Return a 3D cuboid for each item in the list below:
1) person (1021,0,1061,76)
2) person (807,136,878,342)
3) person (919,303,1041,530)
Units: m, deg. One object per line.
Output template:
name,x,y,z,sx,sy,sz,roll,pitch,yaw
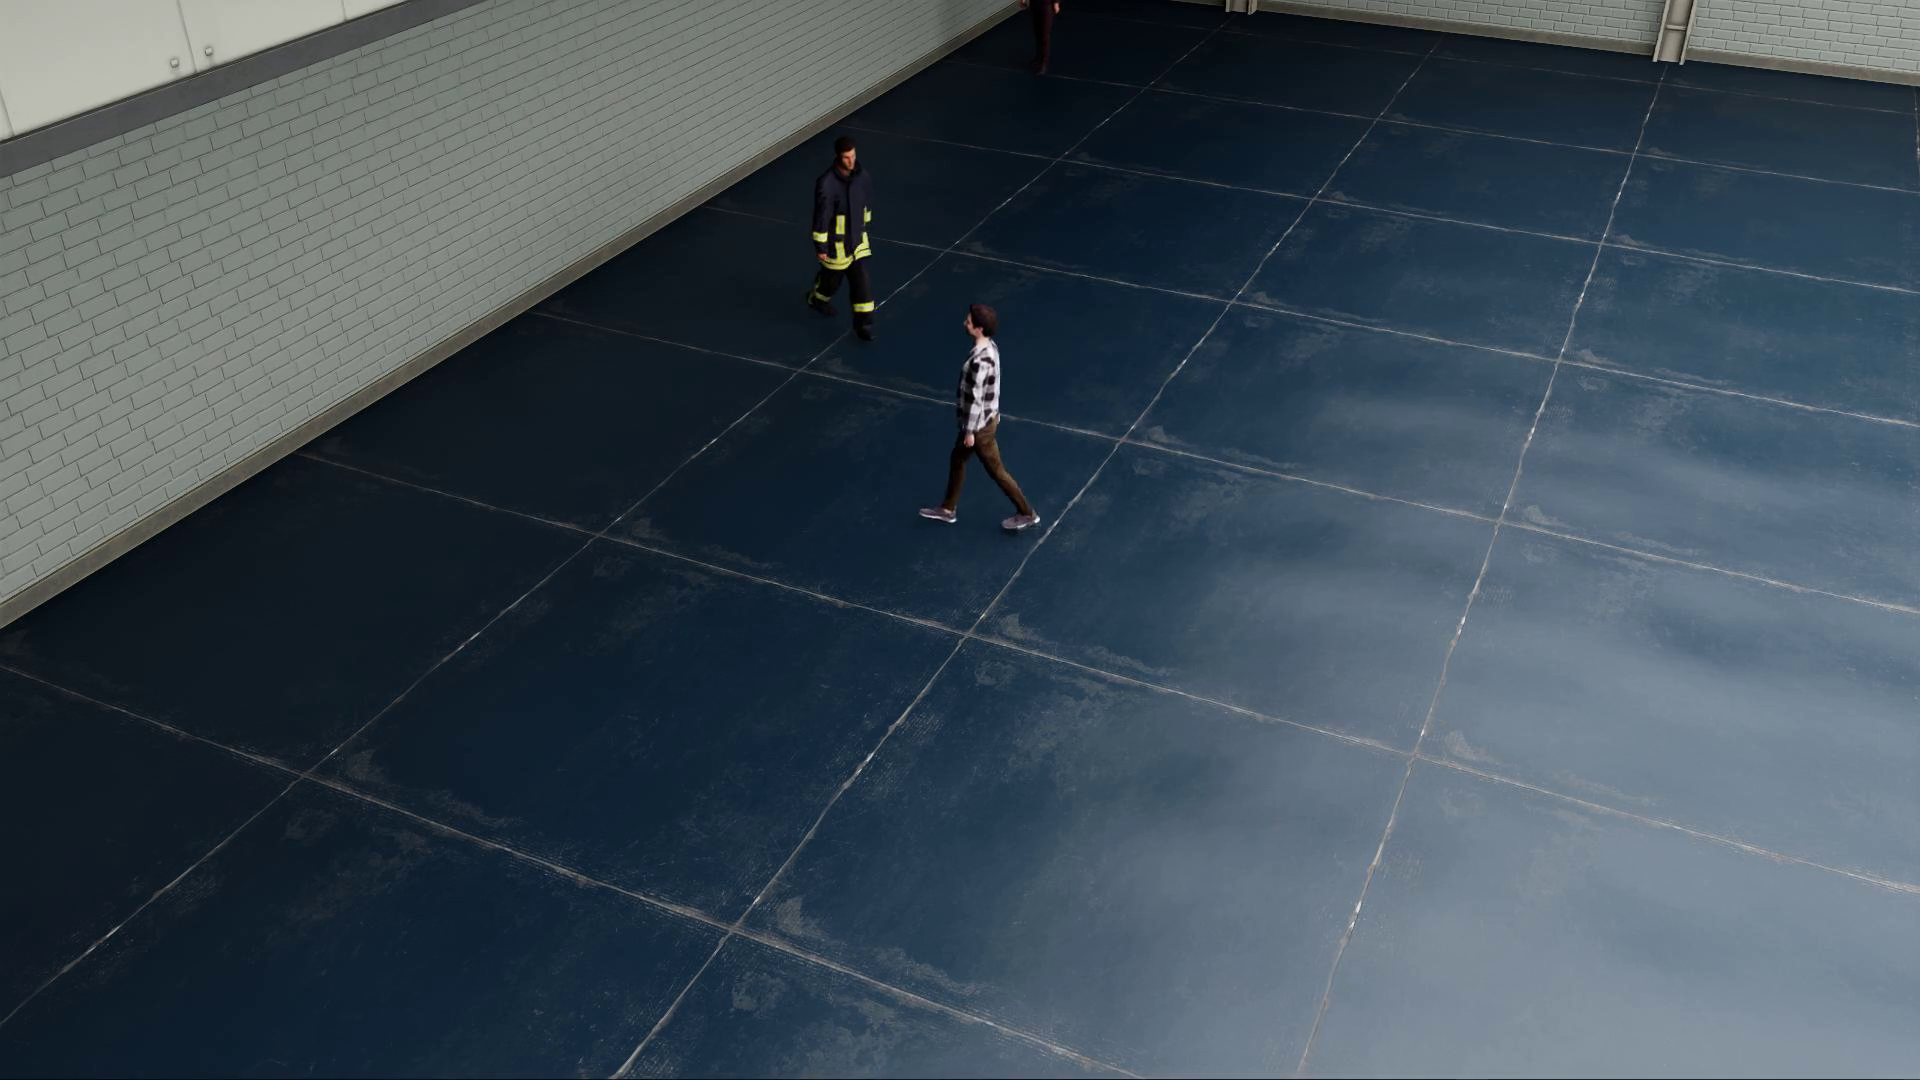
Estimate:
person,1.092,-7.054,21.670,0.931,1.844,0.868,-26,41,-35
person,-1.087,-2.712,14.760,1.173,1.872,1.350,-26,41,-35
person,0.228,-0.823,11.864,1.208,1.767,0.856,5,33,8
